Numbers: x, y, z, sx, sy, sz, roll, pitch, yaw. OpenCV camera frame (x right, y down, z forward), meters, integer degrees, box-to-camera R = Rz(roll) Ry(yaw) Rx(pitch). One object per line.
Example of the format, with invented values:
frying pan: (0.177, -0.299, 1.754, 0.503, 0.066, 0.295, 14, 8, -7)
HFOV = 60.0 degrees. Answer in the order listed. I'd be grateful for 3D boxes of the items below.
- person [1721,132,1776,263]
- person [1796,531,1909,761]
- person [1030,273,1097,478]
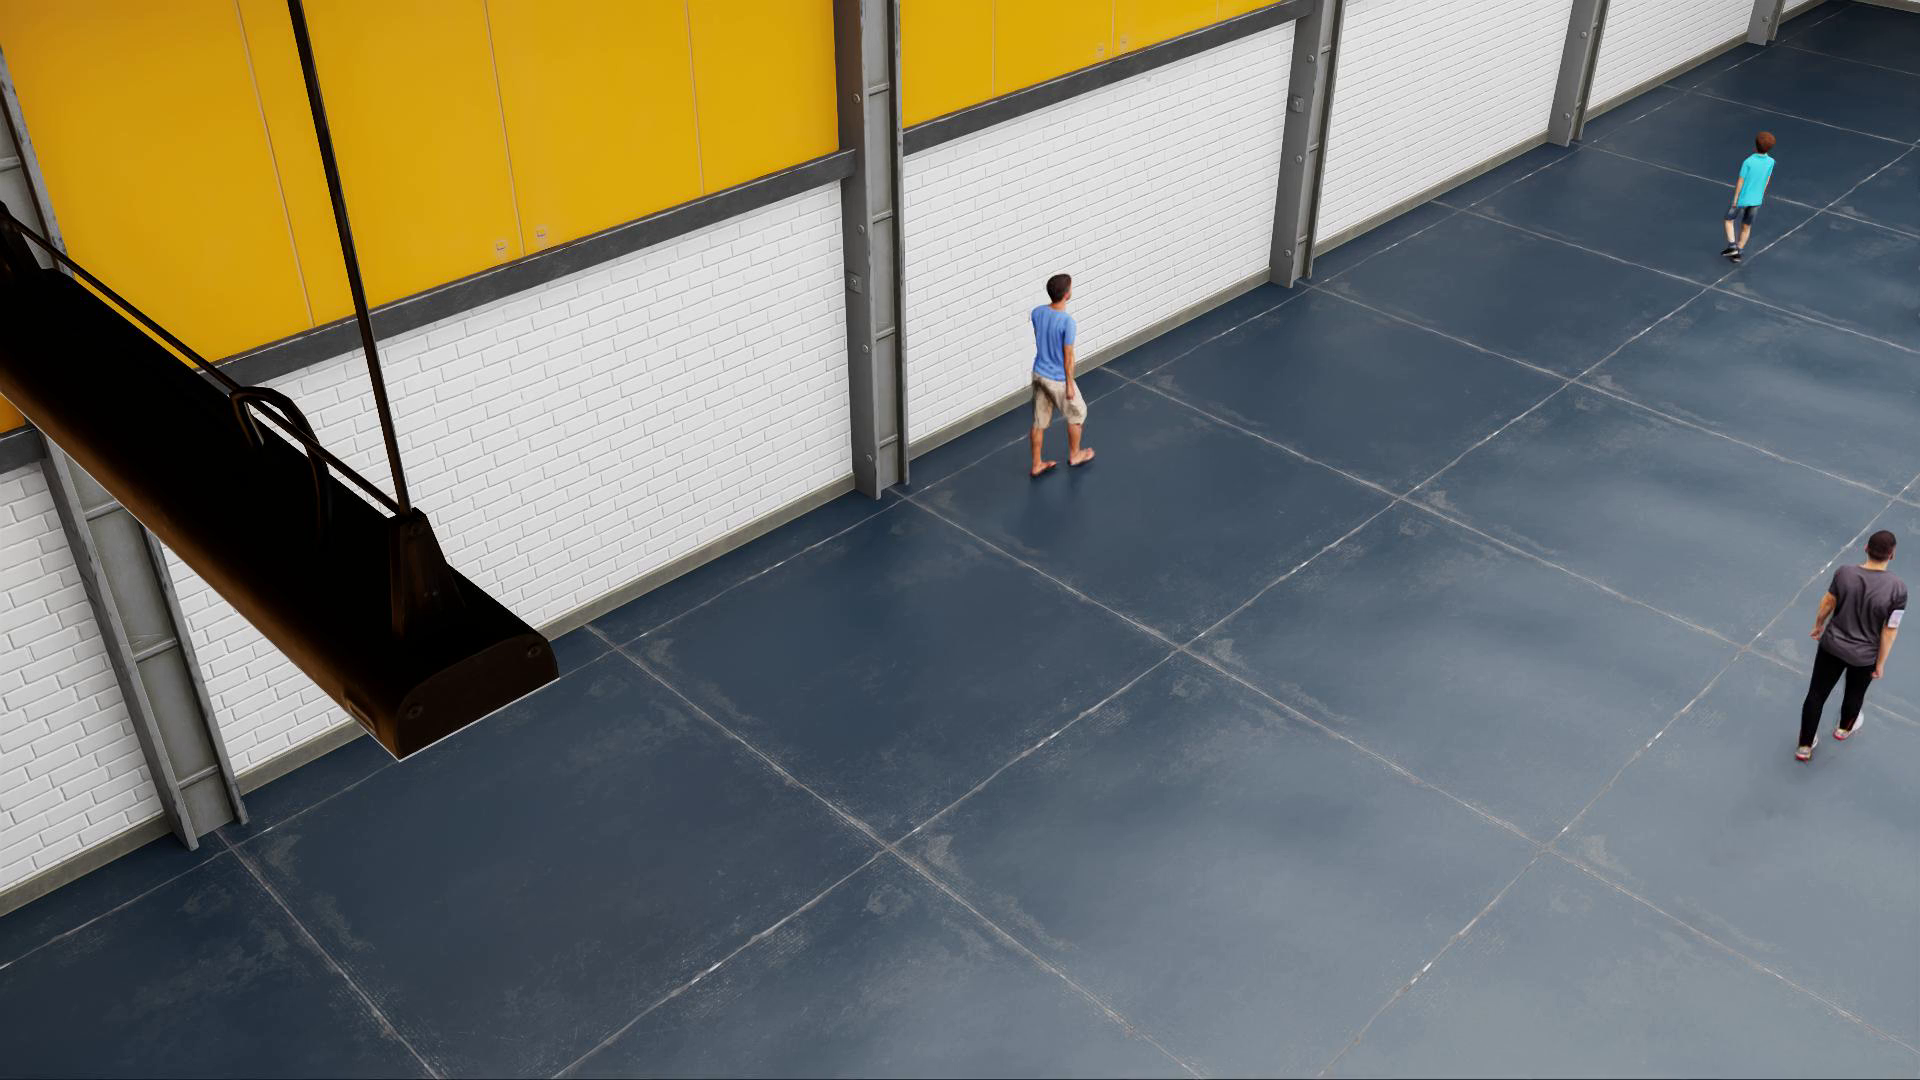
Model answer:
person: (8.544, -3.678, 17.952, 0.640, 1.439, 0.701, -1, 34, -2)
person: (5.853, 0.750, 11.014, 0.685, 1.745, 0.880, 28, 42, 35)
person: (0.733, -1.347, 14.077, 0.640, 1.848, 0.861, 28, 43, 35)
